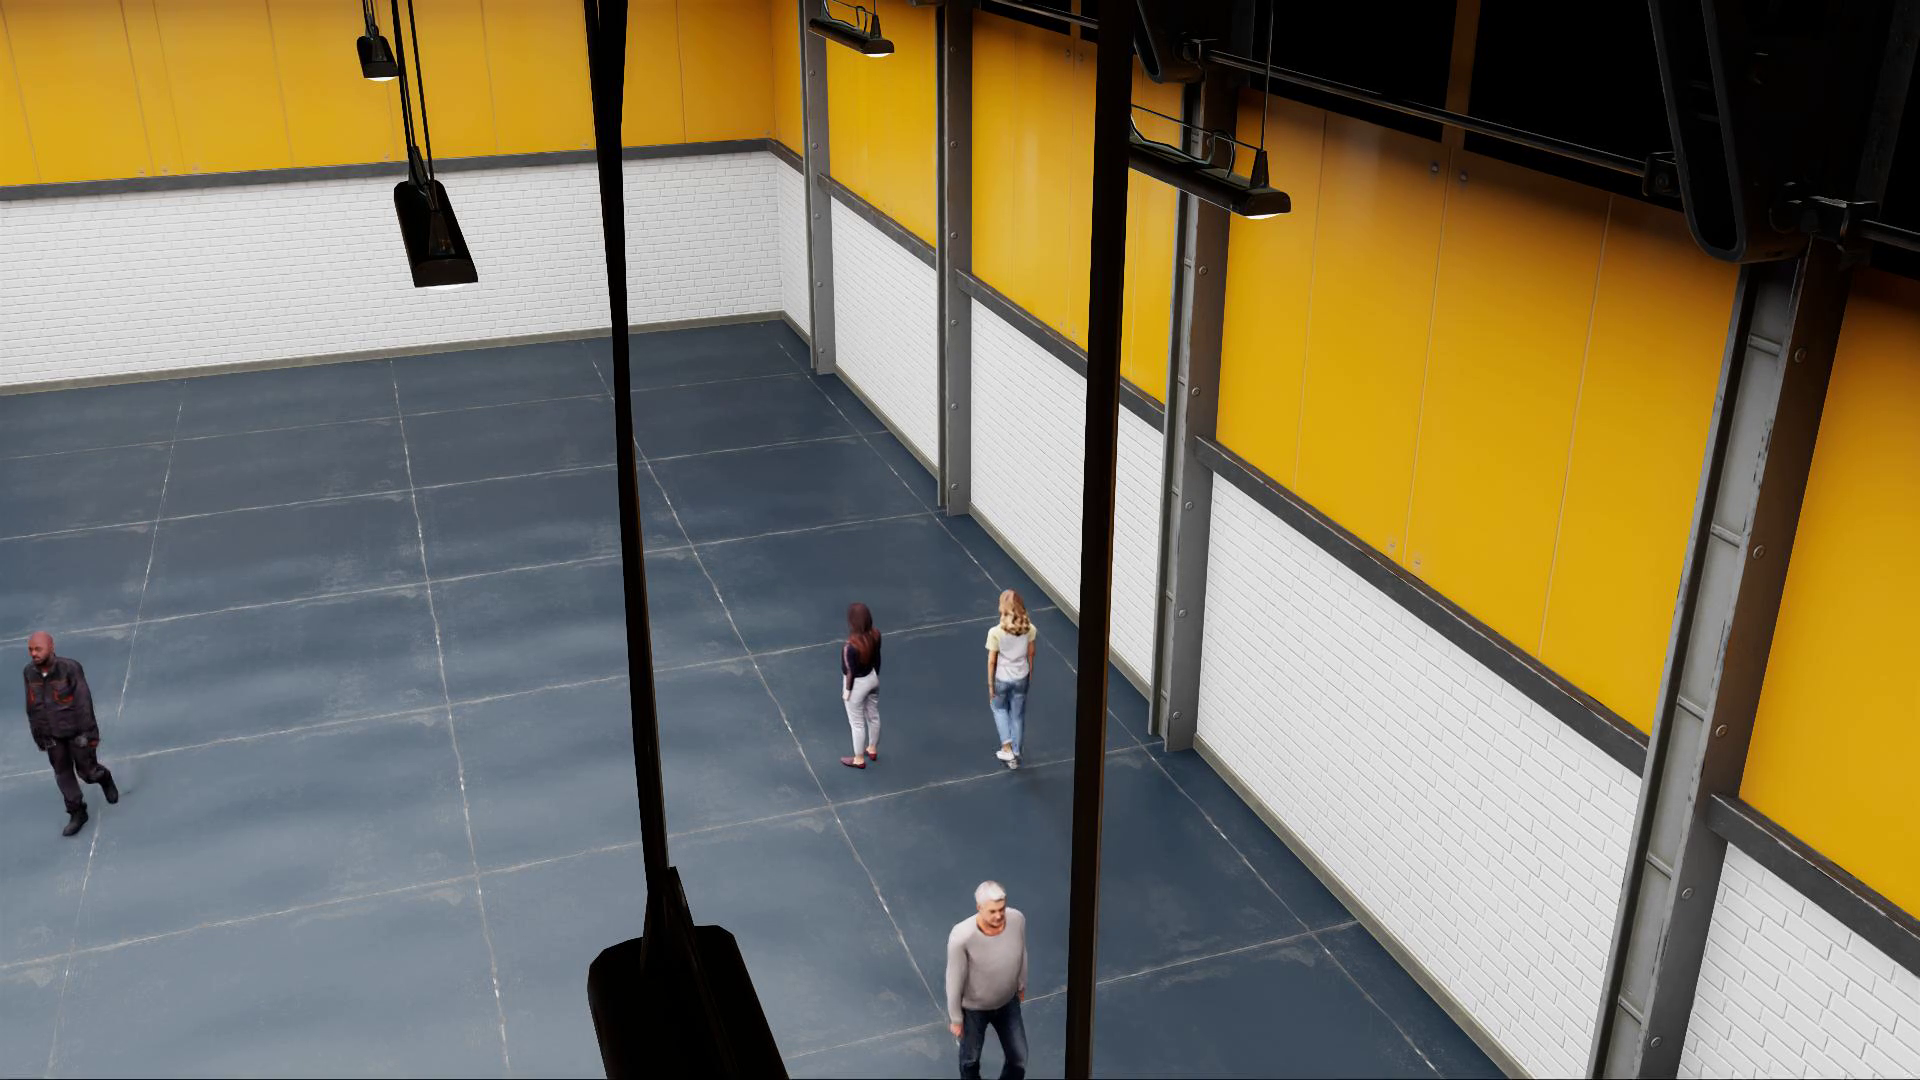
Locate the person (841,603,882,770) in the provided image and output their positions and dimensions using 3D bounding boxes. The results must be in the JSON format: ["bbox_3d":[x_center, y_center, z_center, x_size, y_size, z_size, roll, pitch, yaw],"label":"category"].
[{"bbox_3d":[-0.893,1.290,14.869,0.705,1.611,0.685,18,29,35],"label":"person"}]

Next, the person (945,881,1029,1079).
[{"bbox_3d":[0.140,2.933,10.769,0.812,1.884,0.894,-11,26,-23],"label":"person"}]

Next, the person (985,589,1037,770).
[{"bbox_3d":[0.481,1.280,14.761,0.635,1.716,0.592,-7,25,-15],"label":"person"}]

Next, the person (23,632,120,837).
[{"bbox_3d":[-7.491,1.558,14.014,0.839,1.804,0.972,-2,24,-4],"label":"person"}]
